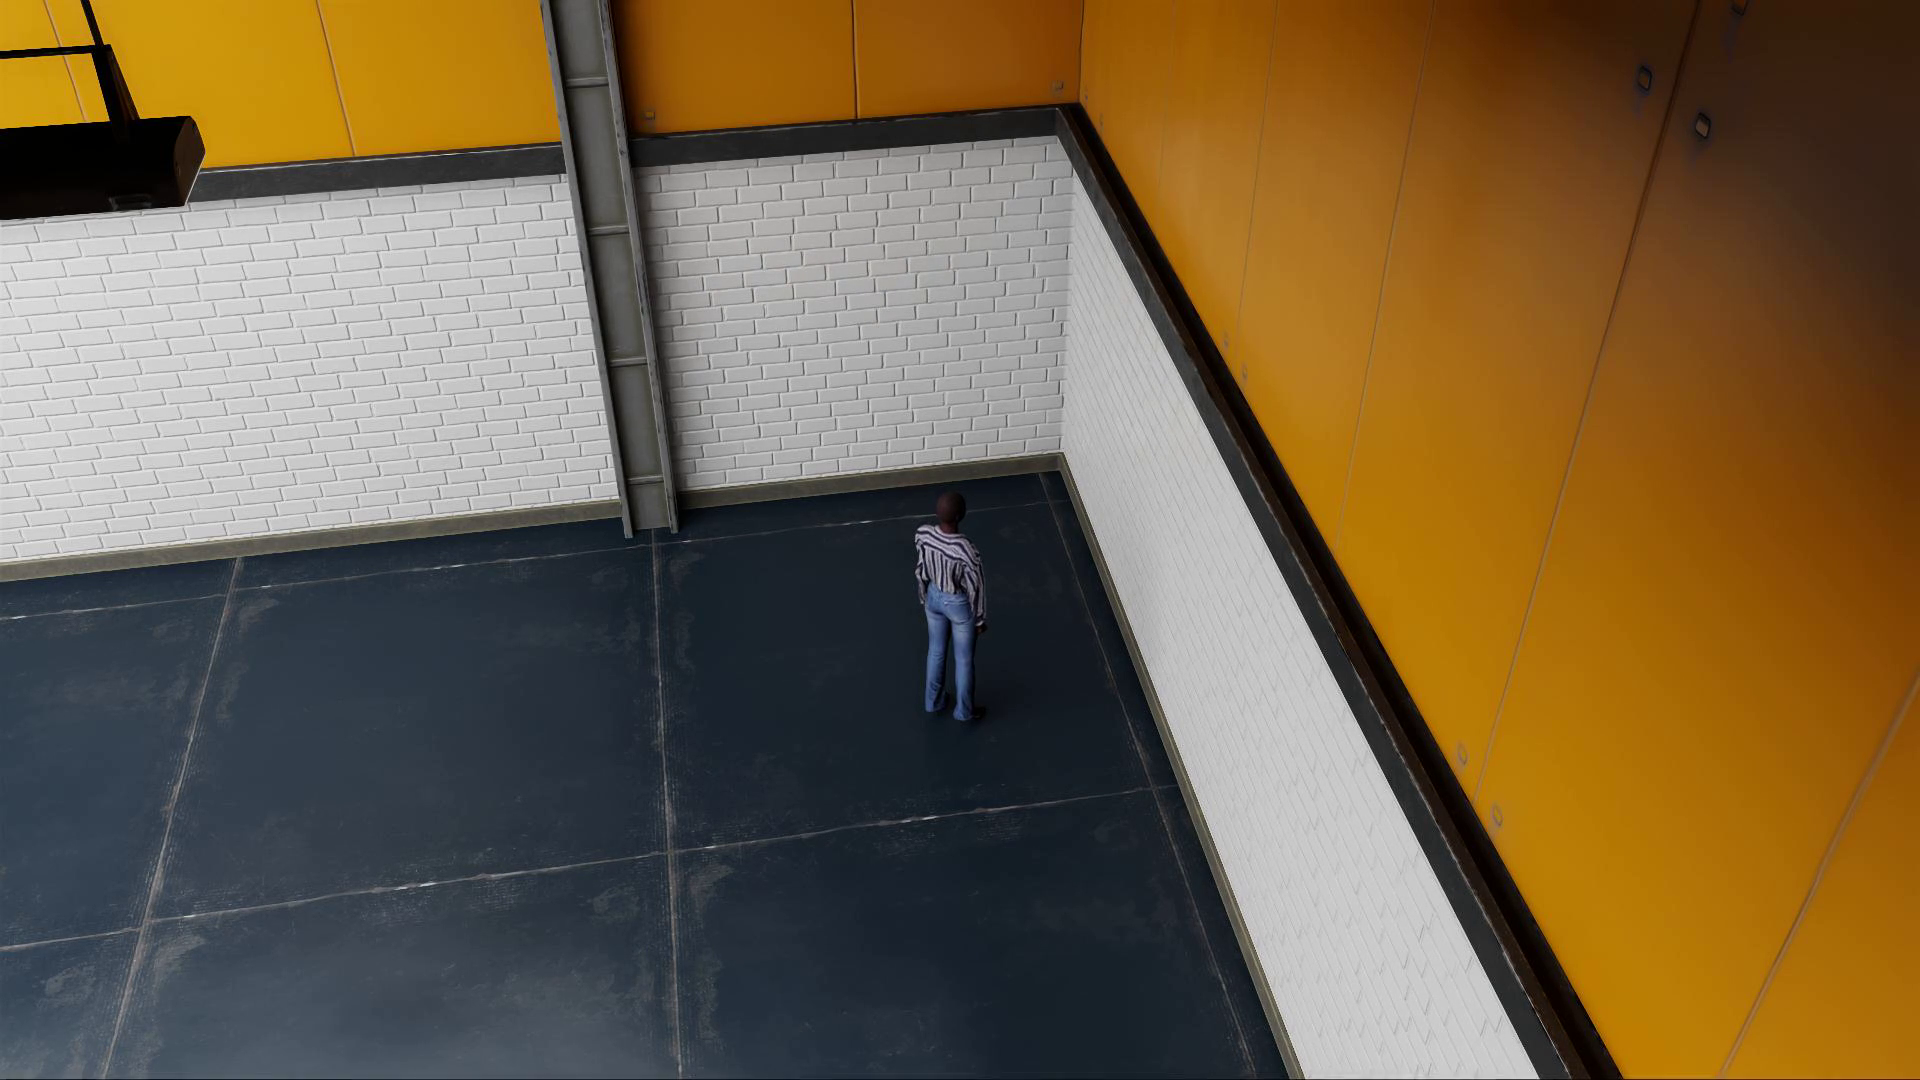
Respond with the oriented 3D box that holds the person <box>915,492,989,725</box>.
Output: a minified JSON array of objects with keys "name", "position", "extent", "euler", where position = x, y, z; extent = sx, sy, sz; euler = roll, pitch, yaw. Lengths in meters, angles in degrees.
[{"name":"person","position":[-0.052,0.436,10.358],"extent":[0.681,1.796,0.750],"euler":[22,44,25]}]
